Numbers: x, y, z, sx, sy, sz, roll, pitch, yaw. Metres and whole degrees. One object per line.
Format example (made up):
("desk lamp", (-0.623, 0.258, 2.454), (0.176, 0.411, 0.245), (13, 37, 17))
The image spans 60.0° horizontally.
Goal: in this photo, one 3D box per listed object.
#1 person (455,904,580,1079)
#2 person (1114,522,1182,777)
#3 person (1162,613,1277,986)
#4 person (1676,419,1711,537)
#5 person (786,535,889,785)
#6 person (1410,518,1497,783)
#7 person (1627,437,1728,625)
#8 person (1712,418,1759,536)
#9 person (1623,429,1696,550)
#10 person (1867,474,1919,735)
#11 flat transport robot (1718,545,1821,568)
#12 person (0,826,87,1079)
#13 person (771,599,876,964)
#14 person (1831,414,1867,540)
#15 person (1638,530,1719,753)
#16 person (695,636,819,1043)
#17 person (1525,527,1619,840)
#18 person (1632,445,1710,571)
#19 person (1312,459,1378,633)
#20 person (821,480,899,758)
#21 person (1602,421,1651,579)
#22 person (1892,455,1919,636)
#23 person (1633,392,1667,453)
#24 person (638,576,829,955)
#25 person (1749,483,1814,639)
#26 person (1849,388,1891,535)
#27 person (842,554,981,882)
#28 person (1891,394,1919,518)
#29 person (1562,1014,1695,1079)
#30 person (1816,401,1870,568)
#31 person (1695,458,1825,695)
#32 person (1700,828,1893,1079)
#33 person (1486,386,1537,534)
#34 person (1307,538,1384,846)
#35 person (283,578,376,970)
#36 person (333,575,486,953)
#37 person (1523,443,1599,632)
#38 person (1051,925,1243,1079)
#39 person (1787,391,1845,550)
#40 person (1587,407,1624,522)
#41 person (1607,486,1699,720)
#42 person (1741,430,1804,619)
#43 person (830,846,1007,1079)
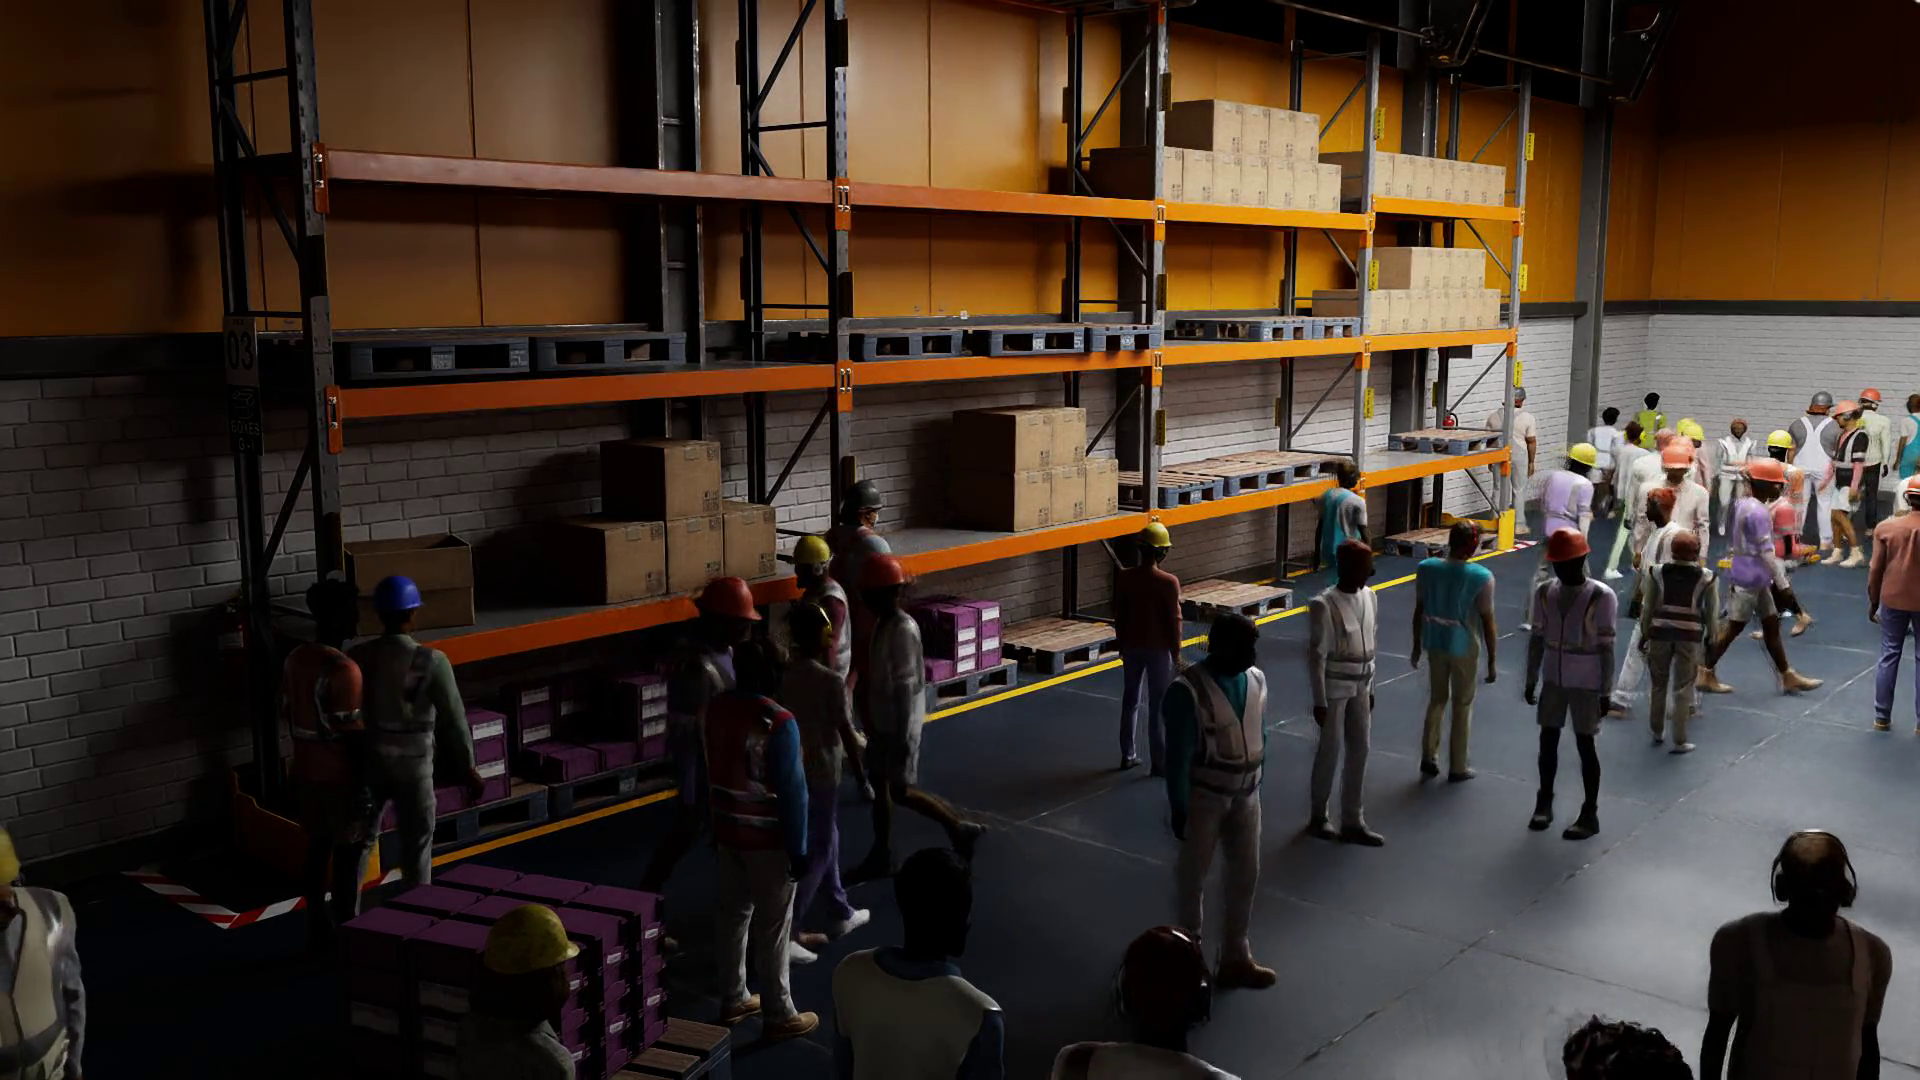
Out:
("person", (-1.185, 1.850, 4.604), (0.492, 1.742, 0.321), (8, 12, 40))
("person", (1.326, 0.754, 11.598), (0.533, 1.767, 0.326), (8, 12, 40))
("person", (1.260, 1.265, 8.134), (0.723, 1.815, 0.554), (-5, 10, -29))
("person", (9.125, -0.670, 20.928), (0.844, 1.702, 0.538), (-4, 10, -23))
("person", (-0.836, 0.853, 10.859), (0.784, 1.805, 0.603), (-4, 10, -23))
("person", (3.359, 0.758, 11.360), (0.605, 1.839, 0.416), (9, 12, 44))
("person", (7.195, -0.088, 16.617), (0.983, 1.884, 0.568), (6, 10, 32))
("person", (10.328, -0.814, 22.166), (0.549, 1.622, 0.349), (3, 9, 18))
("person", (7.413, -0.249, 17.707), (0.657, 1.869, 0.897), (2, 9, 10))
("person", (7.244, 0.480, 12.634), (0.623, 1.990, 0.391), (8, 12, 40))
("flat transport robot", (9.768, 0.189, 20.044), (1.431, 0.197, 0.652), (-8, 12, -43))
("person", (-3.017, 1.727, 5.212), (0.476, 1.809, 0.596), (6, 11, 34))
("person", (-0.720, 1.212, 8.467), (0.515, 1.834, 0.755), (9, 12, 44))
("person", (11.751, -0.845, 22.008), (0.397, 1.719, 0.504), (3, 9, 17))
("person", (5.287, 0.735, 12.241), (0.539, 1.603, 0.601), (5, 10, 29))
("person", (-0.909, 1.342, 7.563), (0.634, 1.841, 0.429), (8, 12, 40))
("person", (3.778, 0.874, 10.320), (0.417, 1.925, 0.572), (-7, 11, -38))
("person", (6.416, 0.130, 14.996), (0.613, 1.959, 0.732), (2, 9, 13))
("person", (3.603, 0.149, 15.401), (0.968, 1.791, 0.539), (-6, 10, -32))
("person", (-0.680, 0.579, 11.842), (0.688, 2.000, 0.536), (8, 12, 40))
("person", (7.820, -0.469, 19.343), (0.997, 1.809, 0.541), (-7, 11, -37))
("person", (9.211, 0.040, 16.037), (0.612, 1.810, 0.443), (-5, 10, -28))
("person", (10.846, -1.475, 26.191), (0.540, 1.695, 0.317), (8, 12, 40))
("person", (-1.254, 1.153, 8.349), (1.085, 1.988, 0.637), (0, 9, -1))
("person", (7.808, 0.145, 15.839), (0.489, 1.674, 0.541), (1, 9, 6))
("person", (12.280, -1.061, 22.577), (0.623, 1.989, 0.391), (8, 12, 40))
("person", (-0.293, 1.013, 9.462), (0.709, 1.914, 0.554), (-3, 9, -19))
("person", (13.549, -1.155, 23.655), (0.516, 1.843, 0.328), (-2, 9, -11))
("person", (1.246, 1.917, 3.569), (0.622, 1.940, 0.855), (-6, 11, -34))
("person", (10.629, -0.660, 19.994), (0.449, 1.998, 0.684), (0, 9, 2))
("person", (6.601, 0.317, 13.718), (1.023, 1.990, 0.622), (4, 10, 22))
("person", (2.480, 1.742, 4.984), (0.515, 1.843, 0.329), (1, 9, 9))
("person", (7.563, -1.110, 22.735), (0.693, 2.000, 0.539), (8, 12, 42))
("person", (2.351, 0.923, 10.150), (0.605, 1.879, 0.533), (-6, 11, -35))
("person", (-3.132, 1.158, 8.346), (0.614, 1.963, 0.362), (8, 12, 40))
("person", (-2.823, 1.156, 8.438), (0.795, 1.950, 0.495), (2, 9, 11))
("person", (5.918, -0.013, 16.247), (0.744, 1.867, 0.646), (-6, 10, -32))
("person", (0.520, 1.853, 4.225), (0.596, 1.843, 0.951), (4, 10, 26))
("person", (11.020, -0.902, 21.395), (0.688, 2.000, 0.536), (8, 12, 40))
("person", (9.205, -1.077, 23.775), (0.533, 1.650, 0.851), (7, 11, 36))
("person", (5.410, 0.501, 12.995), (0.872, 1.828, 0.570), (0, 9, 0))
("person", (8.279, -0.159, 16.967), (0.594, 1.924, 0.382), (8, 12, 40))
("person", (-0.110, 1.774, 4.529), (0.597, 1.916, 0.370), (8, 12, 40))
